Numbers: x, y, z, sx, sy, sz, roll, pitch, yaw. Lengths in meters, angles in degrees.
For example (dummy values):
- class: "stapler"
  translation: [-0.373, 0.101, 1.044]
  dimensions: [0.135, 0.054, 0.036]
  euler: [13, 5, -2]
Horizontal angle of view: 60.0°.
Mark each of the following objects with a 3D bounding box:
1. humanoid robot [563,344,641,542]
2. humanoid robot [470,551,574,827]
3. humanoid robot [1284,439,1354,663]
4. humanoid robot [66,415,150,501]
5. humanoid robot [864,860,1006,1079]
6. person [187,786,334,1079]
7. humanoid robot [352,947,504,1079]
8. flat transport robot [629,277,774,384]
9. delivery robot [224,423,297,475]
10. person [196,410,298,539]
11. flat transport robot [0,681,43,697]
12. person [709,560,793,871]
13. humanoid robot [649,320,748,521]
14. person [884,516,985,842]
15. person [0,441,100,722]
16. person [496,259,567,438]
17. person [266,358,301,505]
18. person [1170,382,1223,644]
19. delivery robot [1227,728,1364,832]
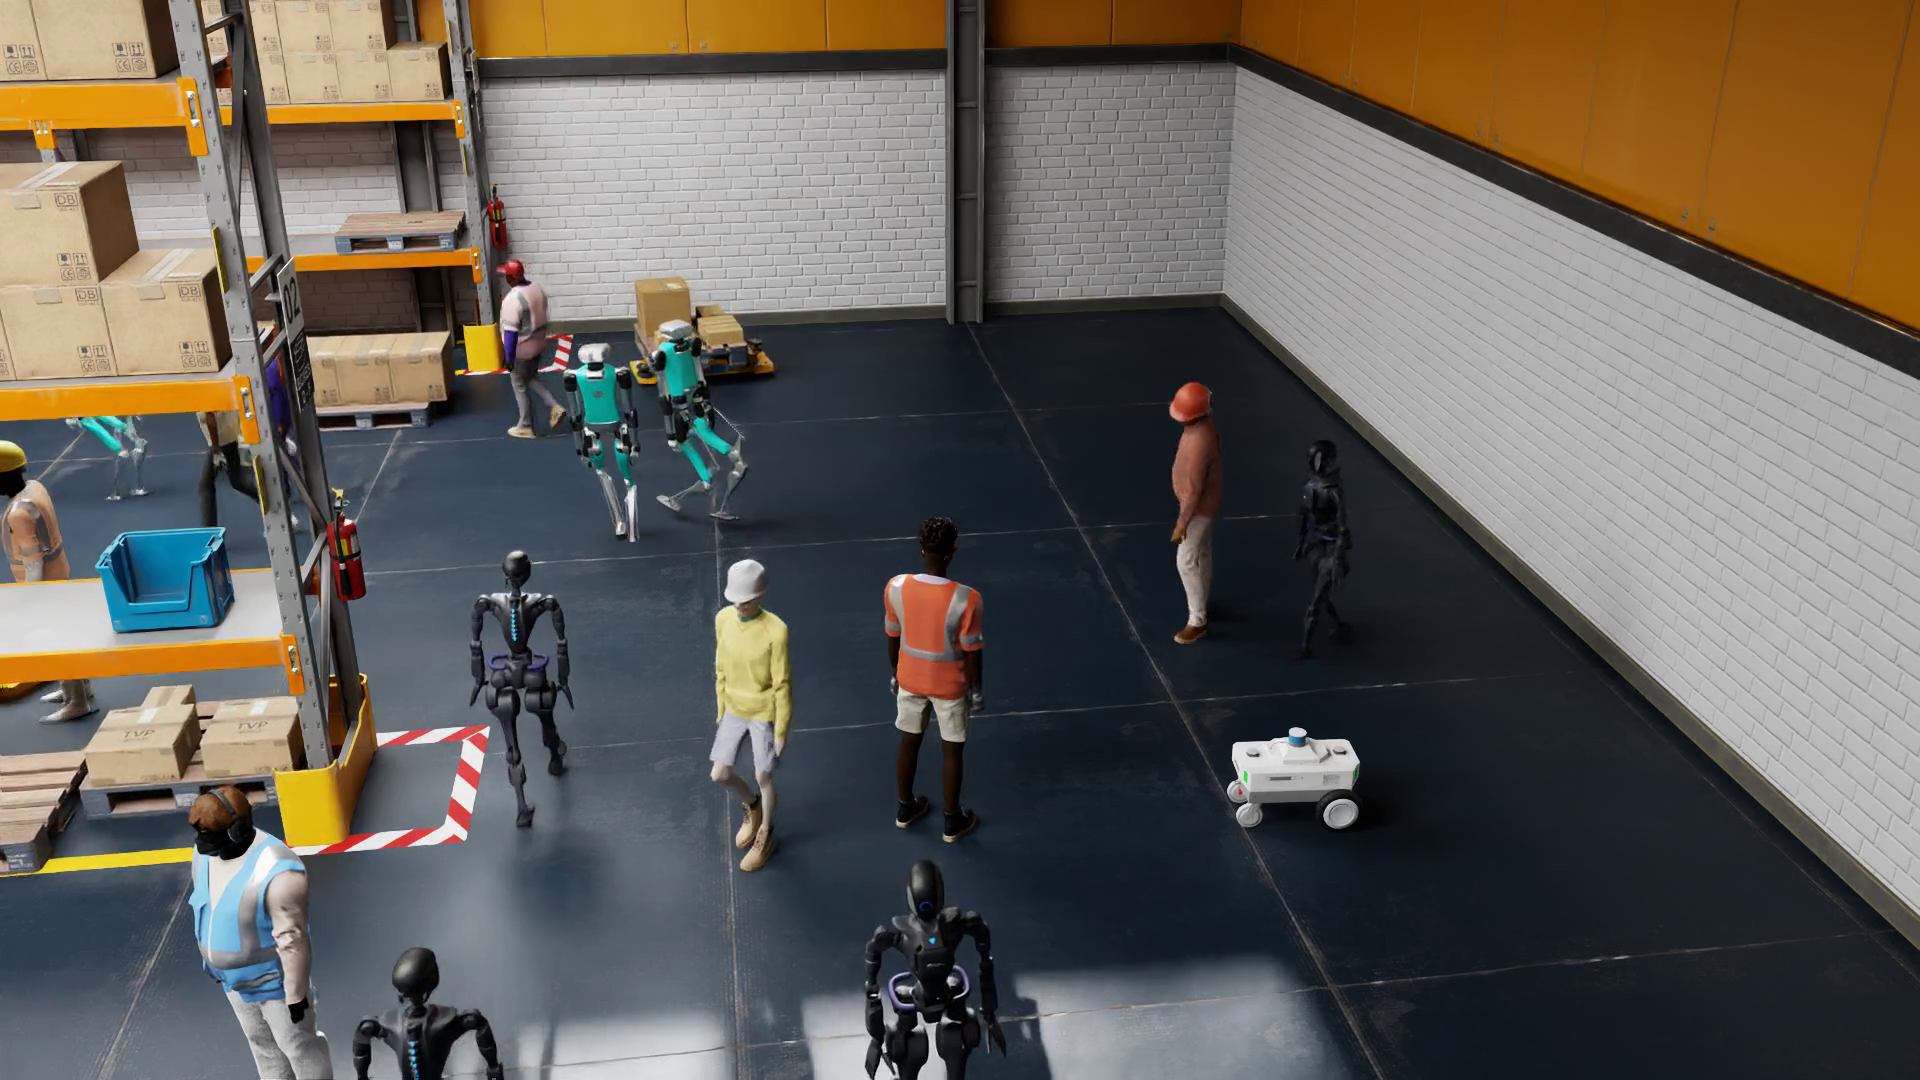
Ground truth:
- class: "humanoid robot"
  translation: [-2.820, -0.778, 13.404]
  dimensions: [0.545, 1.809, 0.830]
  euler: [-2, 24, -4]
- class: "humanoid robot"
  translation: [-2.610, 0.813, 9.854]
  dimensions: [0.608, 1.621, 0.797]
  euler: [-3, 24, -7]
- class: "humanoid robot"
  translation: [2.586, 0.052, 11.582]
  dimensions: [0.590, 1.638, 0.596]
  euler: [-8, 25, -19]
- class: "humanoid robot"
  translation: [-7.331, -1.138, 14.210]
  dimensions: [0.806, 1.803, 0.530]
  euler: [1, 24, 3]
- class: "humanoid robot"
  translation: [-0.121, 2.012, 7.078]
  dimensions: [0.608, 1.643, 0.519]
  euler: [-5, 24, -12]
- class: "person"
  translation: [-3.028, 1.869, 7.193]
  dimensions: [0.620, 1.838, 0.430]
  euler: [13, 27, 28]
- class: "humanoid robot"
  translation: [-2.046, 2.305, 6.459]
  dimensions: [0.610, 1.636, 0.756]
  euler: [-3, 24, -7]
- class: "flat transport robot"
  translation: [-2.758, -1.896, 17.715]
  dimensions: [1.431, 0.231, 0.659]
  euler: [-8, 25, -17]
- class: "delivery robot"
  translation: [-6.363, -0.909, 15.119]
  dimensions: [0.525, 0.601, 0.772]
  euler: [-2, 24, -5]
- class: "person"
  translation: [-5.867, -0.797, 13.290]
  dimensions: [0.809, 1.827, 0.548]
  euler: [-2, 24, -5]
- class: "flat transport robot"
  translation: [-6.910, 0.765, 11.655]
  dimensions: [1.431, 0.231, 0.659]
  euler: [9, 25, 19]
- class: "person"
  translation: [-1.139, 0.960, 9.203]
  dimensions: [0.515, 1.881, 0.435]
  euler: [11, 26, 23]
- class: "humanoid robot"
  translation: [-2.123, -0.928, 13.657]
  dimensions: [1.002, 1.711, 0.552]
  euler: [15, 28, 31]
- class: "person"
  translation: [-0.139, 0.789, 9.508]
  dimensions: [0.601, 1.954, 0.384]
  euler: [11, 26, 23]
- class: "person"
  translation: [-5.954, 0.267, 10.740]
  dimensions: [0.392, 1.924, 0.594]
  euler: [-8, 25, -18]
- class: "person"
  translation: [-4.076, -1.796, 15.650]
  dimensions: [0.469, 1.742, 0.632]
  euler: [8, 25, 18]
- class: "person"
  translation: [-5.813, -1.024, 14.057]
  dimensions: [0.461, 1.608, 0.468]
  euler: [-22, 32, -40]
- class: "person"
  translation: [1.678, -0.254, 11.904]
  dimensions: [0.385, 1.950, 0.760]
  euler: [5, 24, 12]
- class: "delivery robot"
  translation: [2.006, 1.405, 9.864]
  dimensions: [0.803, 0.614, 0.499]
  euler: [-1, 24, -3]
